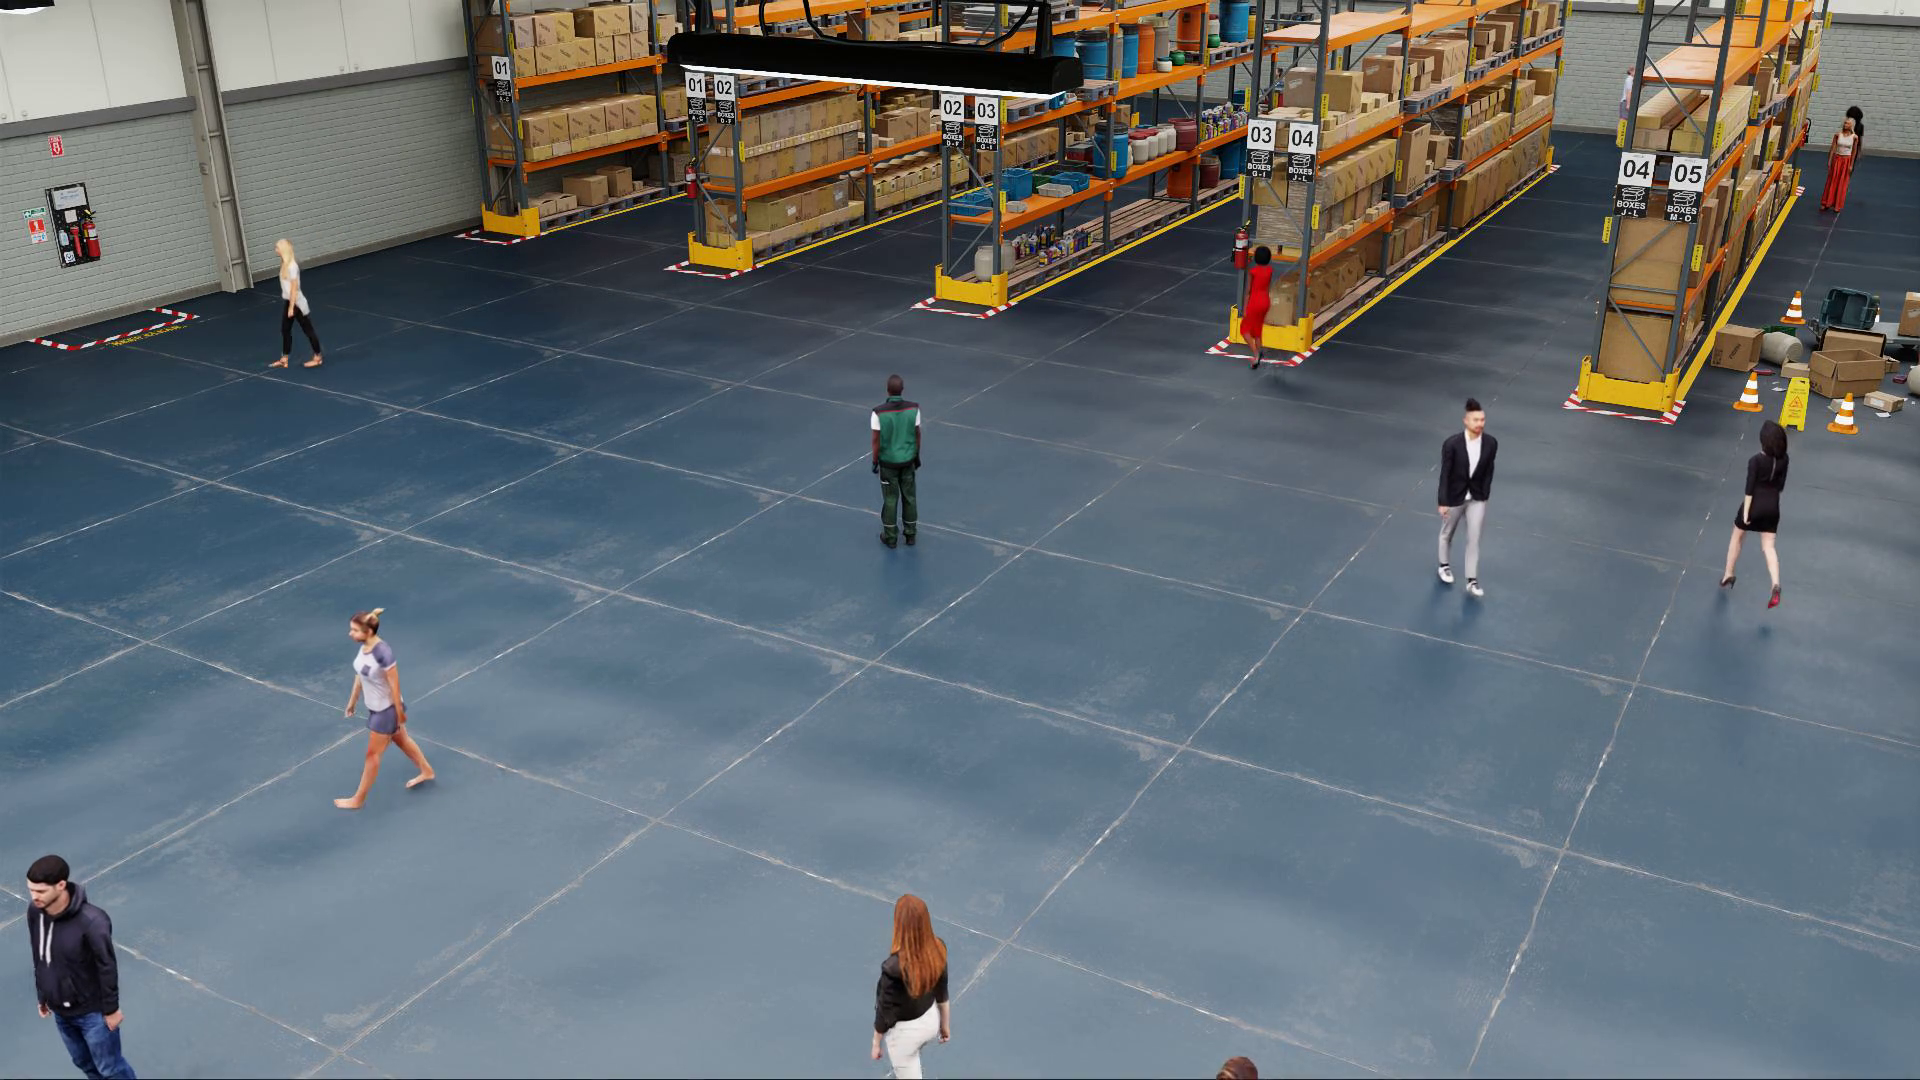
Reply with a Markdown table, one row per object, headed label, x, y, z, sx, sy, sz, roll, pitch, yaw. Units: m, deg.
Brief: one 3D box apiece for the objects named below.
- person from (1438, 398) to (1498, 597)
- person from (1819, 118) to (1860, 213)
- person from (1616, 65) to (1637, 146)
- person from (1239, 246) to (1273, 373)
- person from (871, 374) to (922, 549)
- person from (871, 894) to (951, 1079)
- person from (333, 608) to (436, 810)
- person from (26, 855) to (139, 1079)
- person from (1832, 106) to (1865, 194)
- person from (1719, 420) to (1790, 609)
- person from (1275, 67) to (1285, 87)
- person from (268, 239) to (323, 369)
| label | x | y | z | sx | sy | sz | roll | pitch | yaw |
| --- | --- | --- | --- | --- | --- | --- | --- | --- | --- |
| person | 4.846 | -0.480 | 16.164 | 1.003 | 1.923 | 1.134 | 0 | 23 | 1 |
| person | 17.164 | -7.312 | 32.385 | 0.672 | 1.802 | 0.651 | 19 | 30 | 38 |
| person | 15.815 | -10.339 | 39.465 | 0.699 | 1.832 | 0.480 | 13 | 26 | 27 |
| person | 4.083 | -3.115 | 22.606 | 0.745 | 1.732 | 0.801 | -13 | 26 | -27 |
| person | -0.642 | -0.812 | 17.053 | 0.768 | 1.839 | 0.840 | -7 | 24 | -17 |
| person | -0.213 | 2.705 | 8.993 | 1.111 | 1.674 | 0.903 | -19 | 30 | -38 |
| person | -4.268 | 1.248 | 12.558 | 1.103 | 1.565 | 0.852 | -16 | 28 | -32 |
| person | -4.819 | 2.511 | 9.176 | 0.709 | 1.888 | 0.636 | 10 | 25 | 22 |
| person | 17.916 | -7.782 | 33.465 | 0.768 | 1.821 | 0.811 | -3 | 23 | -8 |
| person | 7.606 | -0.201 | 15.706 | 1.004 | 1.769 | 1.176 | -2 | 23 | -4 |
| person | 7.642 | -10.624 | 40.368 | 0.663 | 1.651 | 0.668 | -15 | 27 | -31 |
| person | -9.002 | -3.235 | 22.797 | 1.040 | 1.802 | 0.853 | -18 | 29 | -35 |
